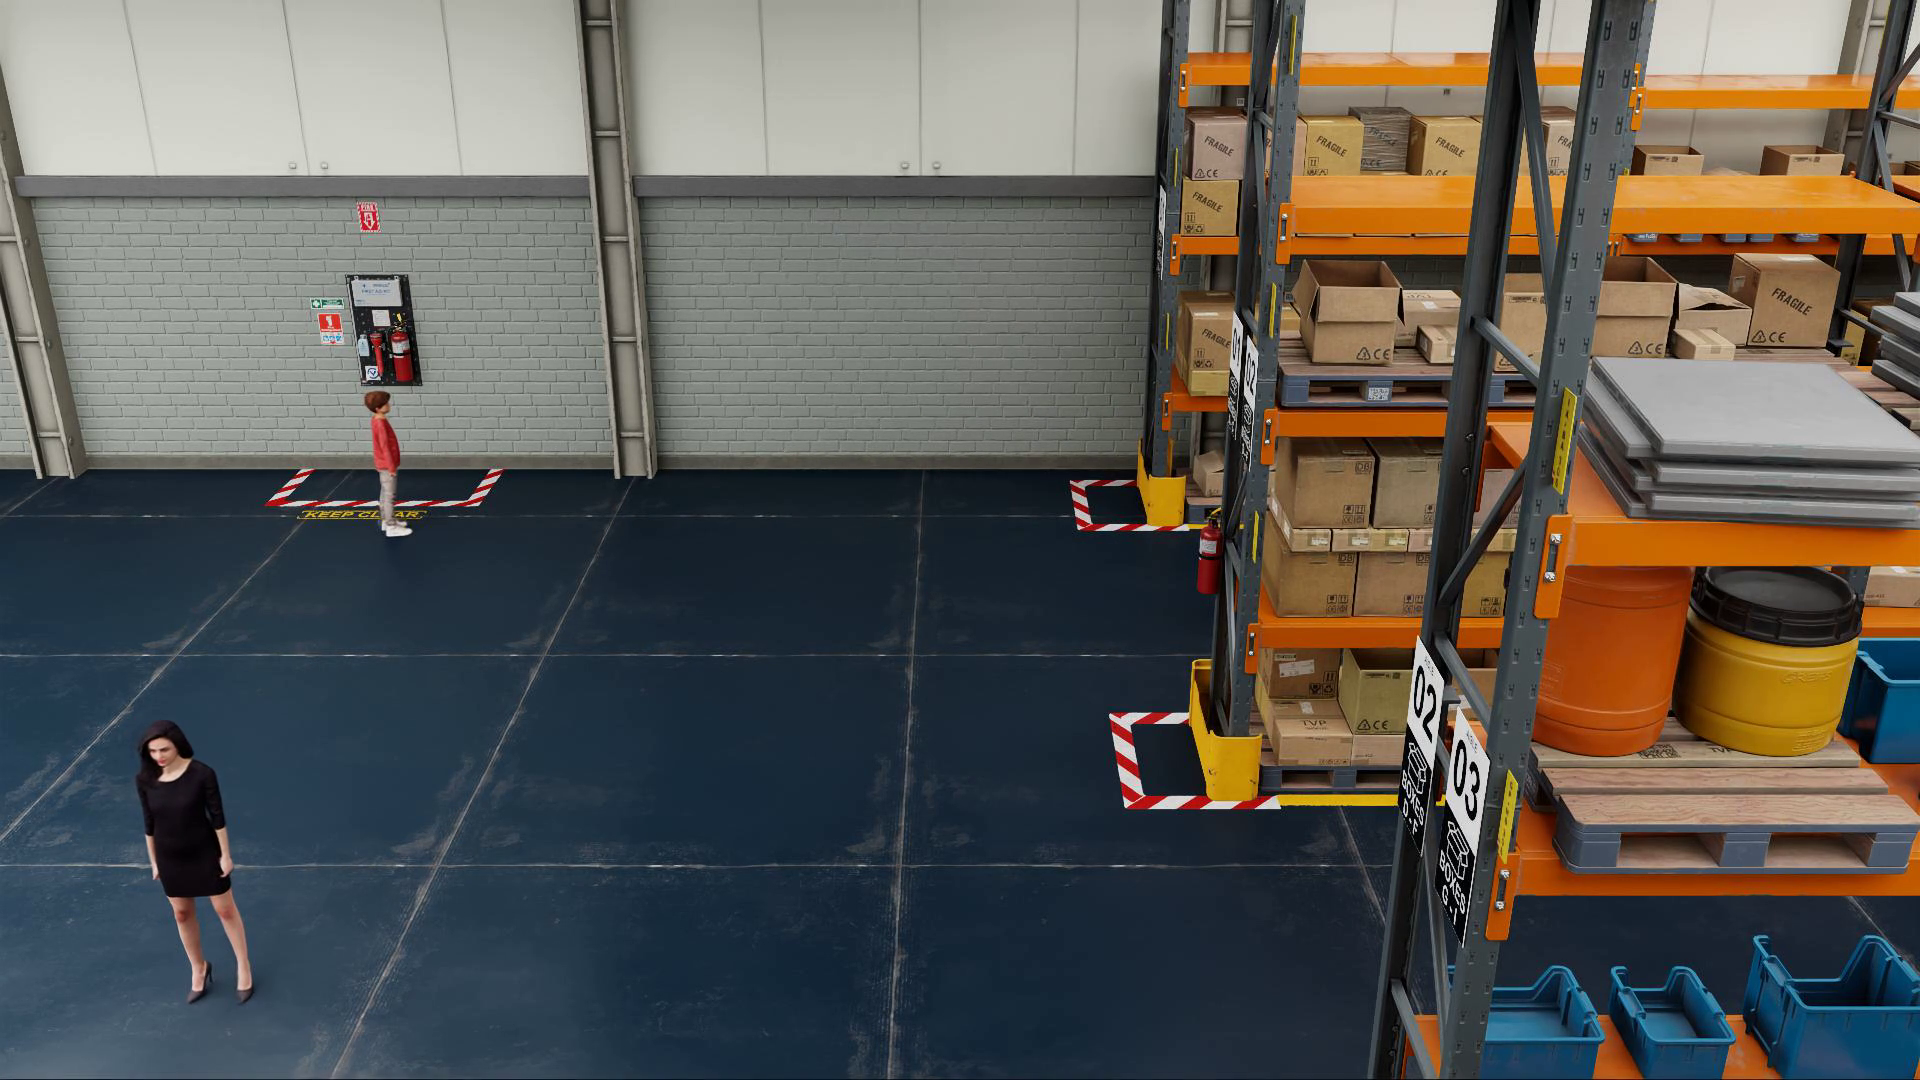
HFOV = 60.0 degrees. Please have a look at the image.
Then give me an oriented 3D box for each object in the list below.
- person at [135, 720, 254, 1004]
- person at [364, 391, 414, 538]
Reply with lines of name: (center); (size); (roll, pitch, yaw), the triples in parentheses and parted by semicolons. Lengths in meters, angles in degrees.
person: (-4.264, 1.784, 9.247); (0.435, 1.802, 0.643); (-1, 23, -2)
person: (-5.411, -0.731, 15.655); (0.598, 1.416, 0.588); (-12, 26, -26)
